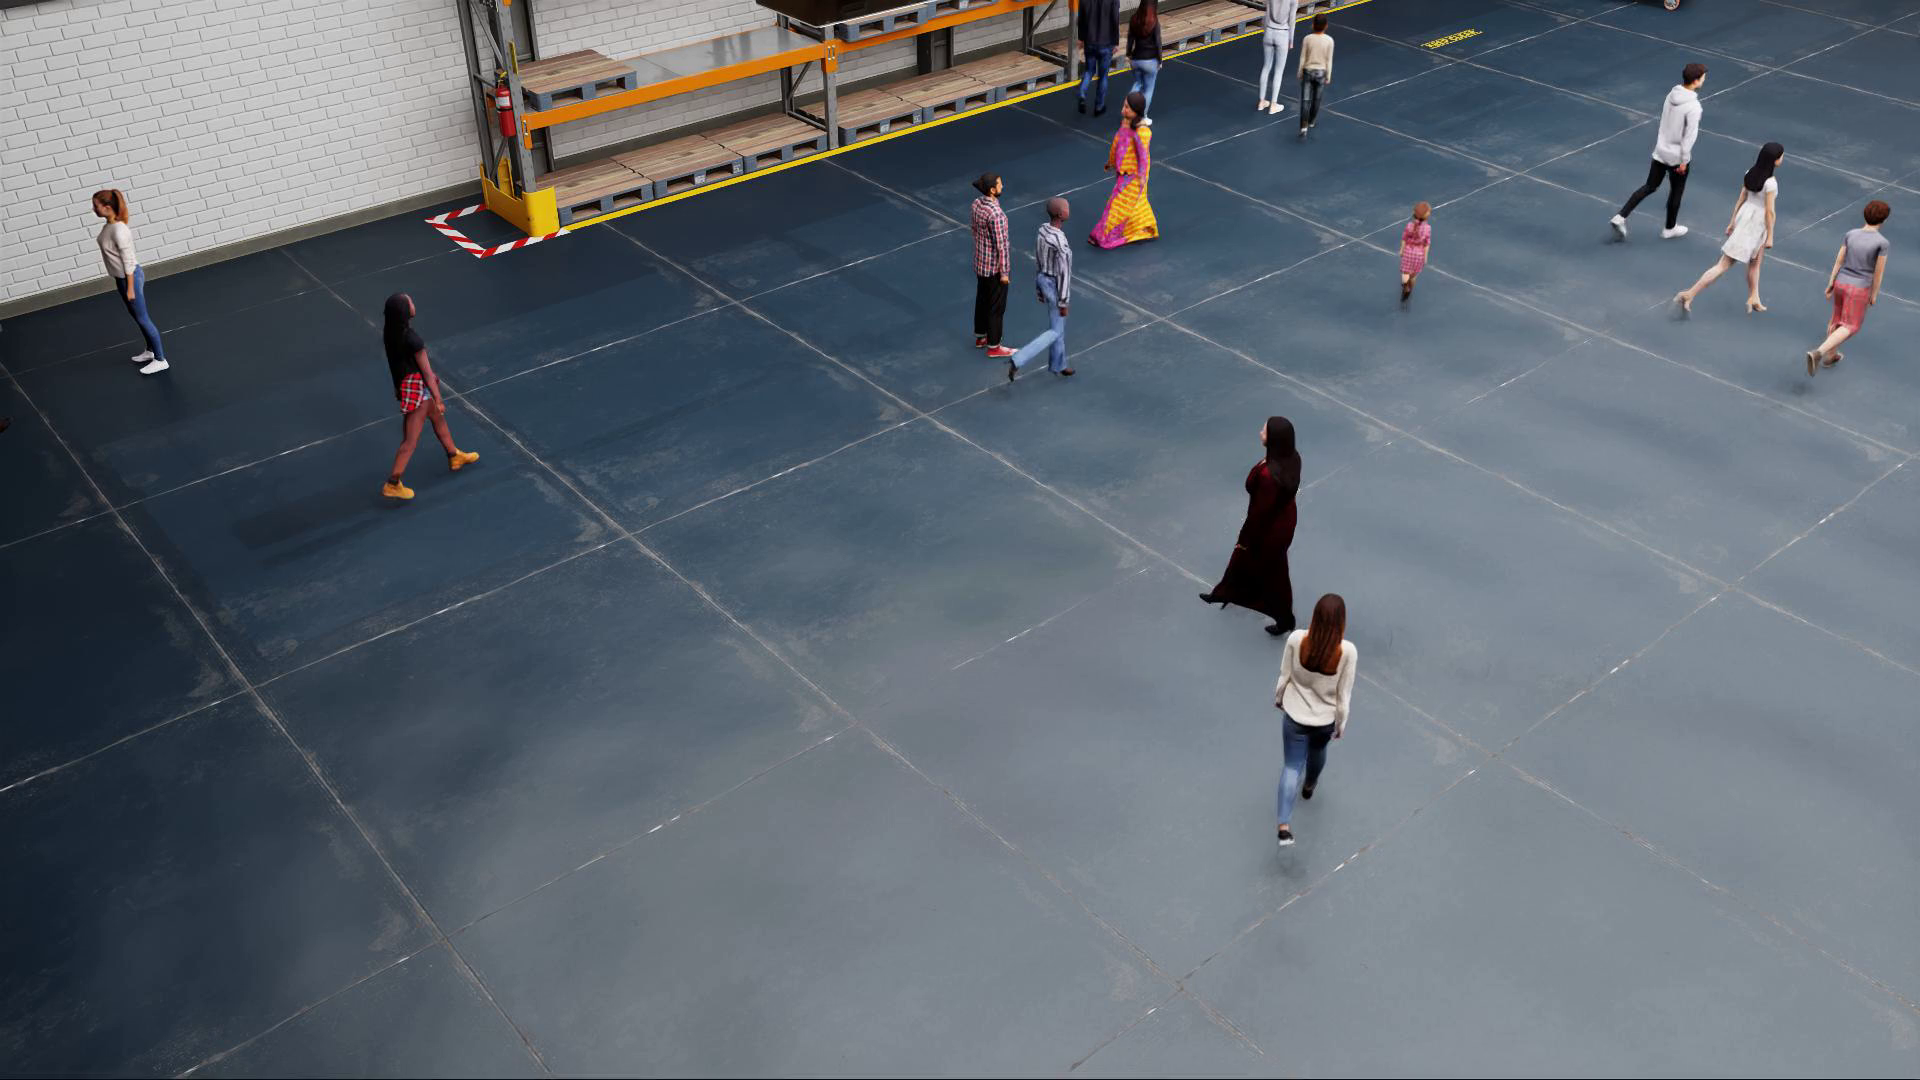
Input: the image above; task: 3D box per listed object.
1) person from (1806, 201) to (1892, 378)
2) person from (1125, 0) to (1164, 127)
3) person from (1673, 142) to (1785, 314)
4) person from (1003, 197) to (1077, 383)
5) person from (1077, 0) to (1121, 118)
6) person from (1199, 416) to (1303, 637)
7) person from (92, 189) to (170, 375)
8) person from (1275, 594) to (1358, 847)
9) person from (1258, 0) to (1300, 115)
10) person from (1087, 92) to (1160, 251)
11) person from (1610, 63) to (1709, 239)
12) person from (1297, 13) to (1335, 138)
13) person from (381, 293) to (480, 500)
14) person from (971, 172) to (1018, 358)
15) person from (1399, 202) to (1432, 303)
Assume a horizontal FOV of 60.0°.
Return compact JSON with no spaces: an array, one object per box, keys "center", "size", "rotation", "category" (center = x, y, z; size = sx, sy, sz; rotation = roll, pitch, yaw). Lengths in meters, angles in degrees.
[{"center":[7.949,-2.205,14.901],"size":[1.011,1.628,0.643],"rotation":[-21,39,-28],"category":"person"},{"center":[2.214,-5.846,20.385],"size":[0.699,1.621,0.707],"rotation":[26,41,33],"category":"person"},{"center":[7.412,-2.894,15.848],"size":[1.269,1.727,1.040],"rotation":[-3,34,-5],"category":"person"},{"center":[0.741,-2.151,14.686],"size":[1.083,1.775,0.830],"rotation":[-14,36,-20],"category":"person"},{"center":[1.669,-6.126,20.588],"size":[0.882,1.862,0.987],"rotation":[16,37,22],"category":"person"},{"center":[2.254,-0.049,11.569],"size":[1.019,1.725,1.042],"rotation":[12,35,17],"category":"person"},{"center":[-7.509,-2.349,15.034],"size":[0.550,1.720,0.620],"rotation":[-21,39,-29],"category":"person"},{"center":[2.085,1.099,9.903],"size":[0.961,1.658,1.191],"rotation":[11,35,17],"category":"person"},{"center":[3.974,-6.278,20.876],"size":[0.629,1.795,0.582],"rotation":[23,40,30],"category":"person"},{"center":[1.831,-3.892,17.411],"size":[1.161,1.658,0.969],"rotation":[-7,34,-10],"category":"person"},{"center":[7.369,-4.036,17.406],"size":[1.255,1.904,0.918],"rotation":[-12,35,-17],"category":"person"},{"center":[4.287,-5.620,20.209],"size":[0.940,1.439,1.044],"rotation":[5,34,7],"category":"person"},{"center":[-4.386,-1.101,13.189],"size":[0.711,1.684,1.197],"rotation":[27,42,34],"category":"person"},{"center":[0.292,-2.542,15.288],"size":[0.673,1.761,0.734],"rotation":[-17,37,-23],"category":"person"},{"center":[4.467,-2.832,16.401],"size":[0.628,1.010,0.722],"rotation":[8,34,12],"category":"person"}]
